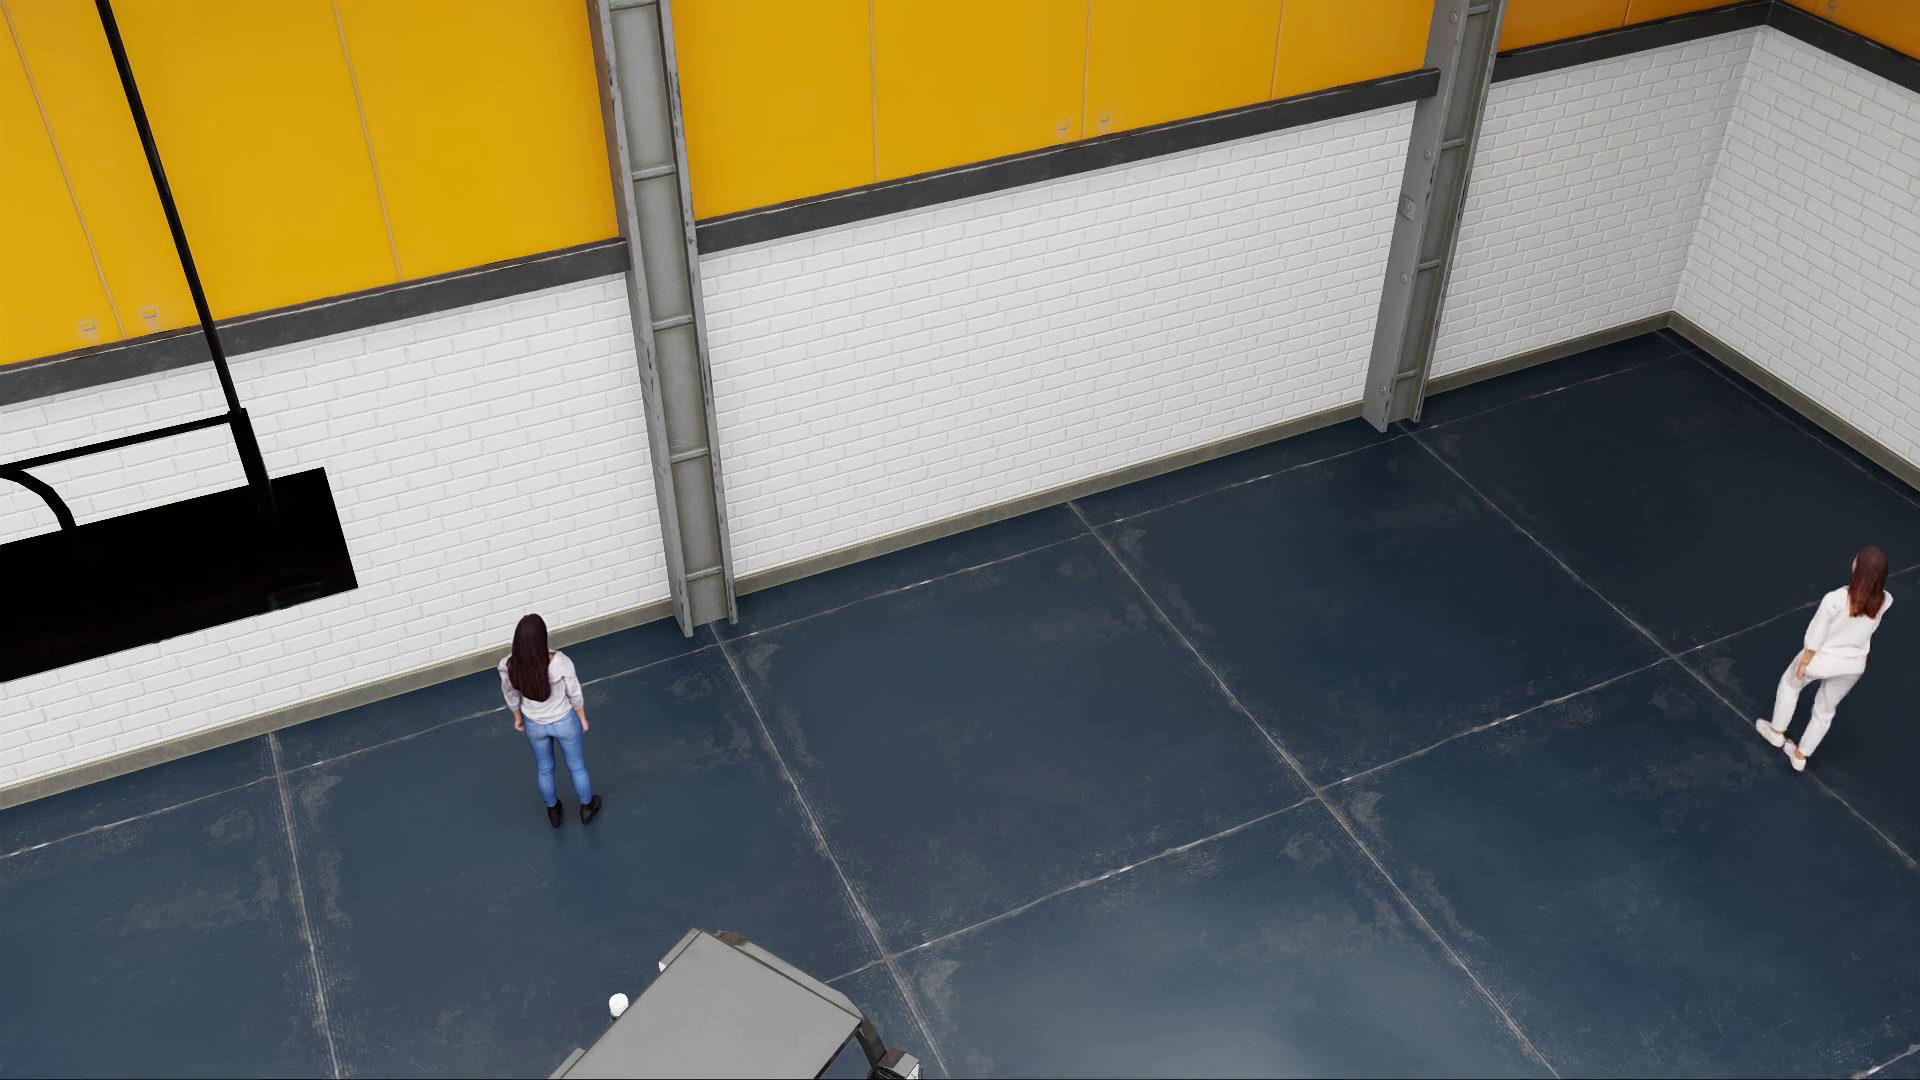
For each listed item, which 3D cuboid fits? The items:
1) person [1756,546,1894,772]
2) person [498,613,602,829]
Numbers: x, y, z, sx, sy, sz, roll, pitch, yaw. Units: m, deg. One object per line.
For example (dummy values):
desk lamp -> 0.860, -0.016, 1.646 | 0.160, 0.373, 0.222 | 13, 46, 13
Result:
person -> 5.453, 0.794, 10.326 | 0.727, 1.675, 0.793 | 1, 39, 1
person -> -2.454, 1.096, 9.981 | 0.581, 1.633, 0.730 | -2, 39, -2
